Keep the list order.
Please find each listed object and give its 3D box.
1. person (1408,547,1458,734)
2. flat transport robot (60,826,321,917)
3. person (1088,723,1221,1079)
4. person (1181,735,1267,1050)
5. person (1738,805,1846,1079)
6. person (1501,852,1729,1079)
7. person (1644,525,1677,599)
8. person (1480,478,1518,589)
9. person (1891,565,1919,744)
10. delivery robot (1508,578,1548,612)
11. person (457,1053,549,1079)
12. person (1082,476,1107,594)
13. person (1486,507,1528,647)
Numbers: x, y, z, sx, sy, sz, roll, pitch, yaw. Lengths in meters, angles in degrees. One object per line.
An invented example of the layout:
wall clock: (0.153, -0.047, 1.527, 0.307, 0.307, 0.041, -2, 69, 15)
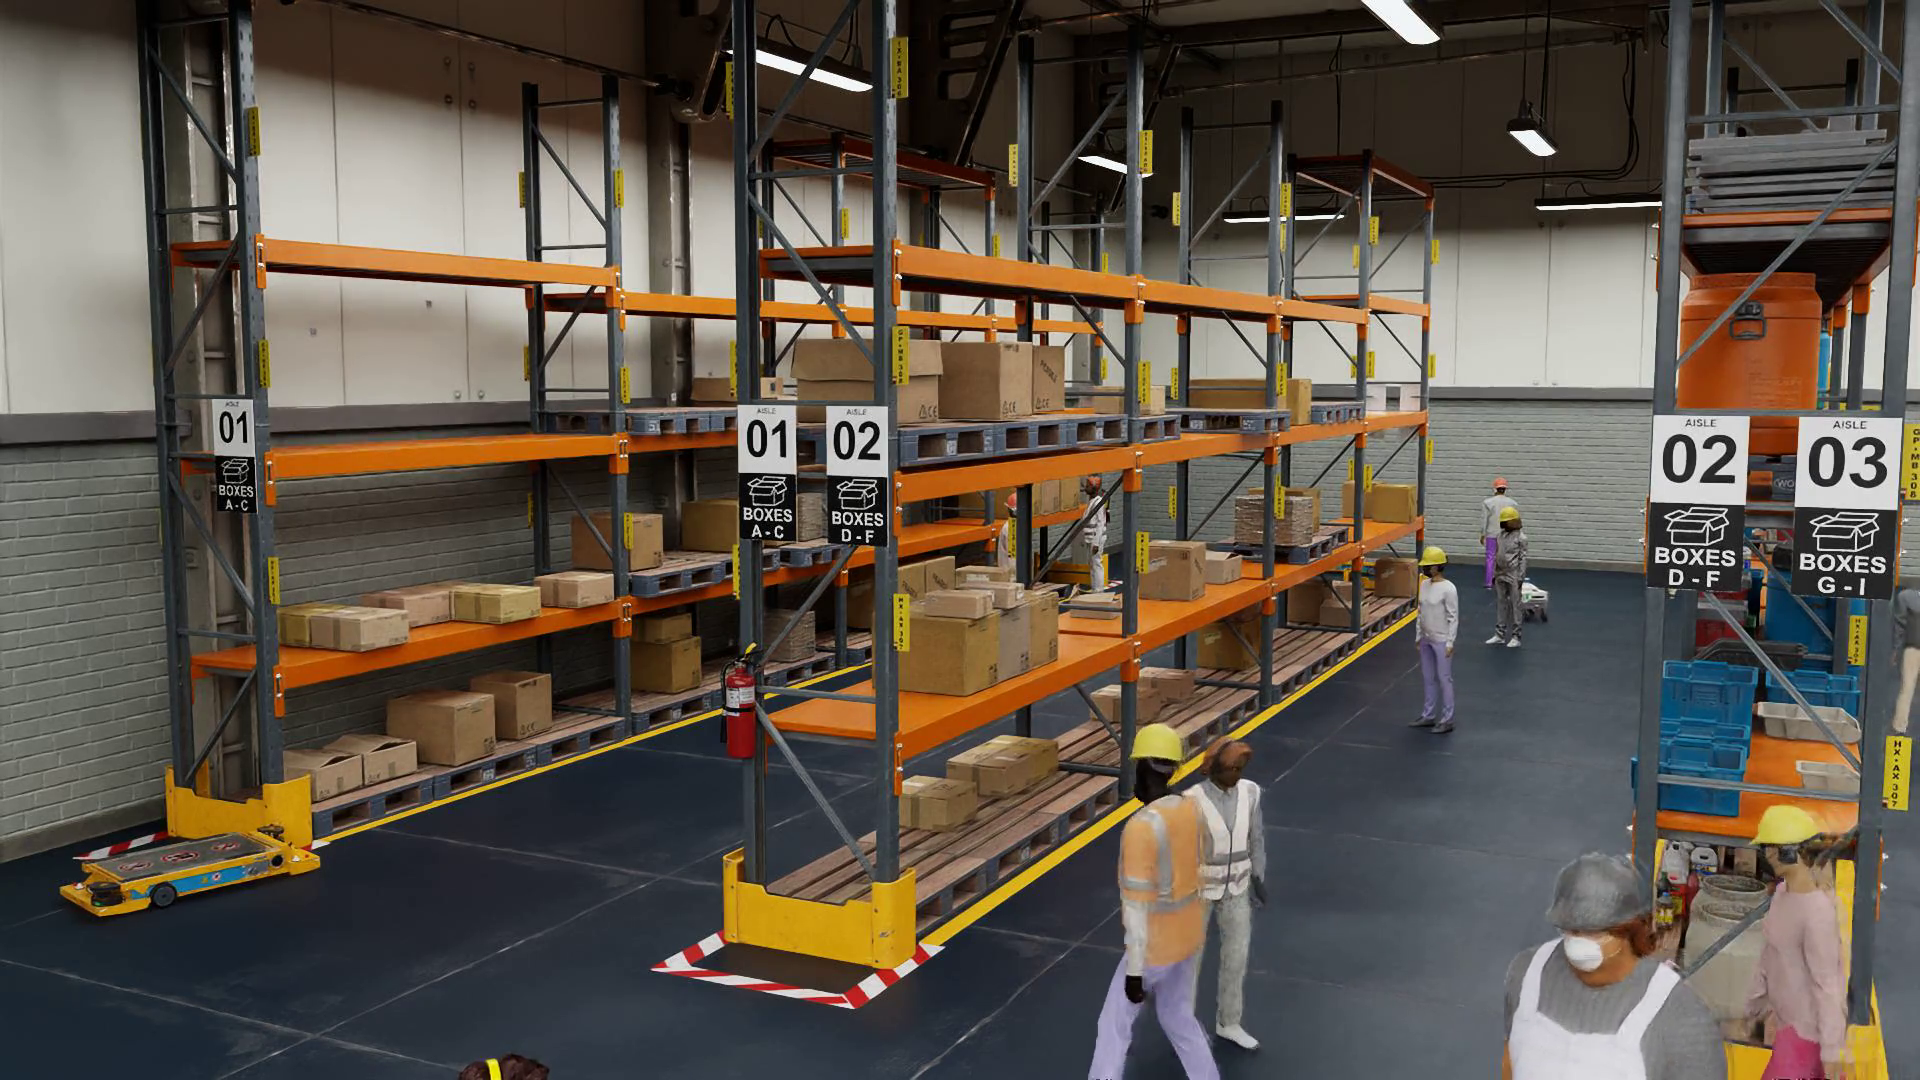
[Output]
person: (4.467, 0.939, 15.687, 0.328, 1.765, 0.532, -2, 6, -21)
flat transport robot: (-5.058, 2.163, 10.971, 0.652, 0.197, 1.431, 5, 8, 42)
person: (0.824, 1.747, 7.348, 0.689, 1.878, 0.618, 4, 7, 33)
person: (1.276, 1.766, 8.317, 0.567, 1.625, 0.371, -3, 6, -24)
person: (3.280, 1.905, 6.561, 0.937, 1.702, 0.539, 2, 6, 15)
person: (1.849, 1.905, 4.960, 0.984, 2.000, 0.702, -6, 8, -44)
person: (10.504, 0.008, 24.840, 0.560, 1.742, 0.339, 1, 6, 8)
person: (8.374, -0.098, 25.887, 0.568, 1.746, 0.342, 0, 6, -4)
person: (8.755, 1.030, 15.064, 0.578, 1.713, 0.712, 1, 6, 14)
delivery robot: (7.733, 0.763, 22.767, 0.477, 0.478, 0.707, -1, 6, -10)
person: (-1.044, 2.103, 3.860, 0.328, 1.872, 0.508, -3, 7, -29)
person: (1.938, 0.019, 24.069, 0.355, 1.883, 0.573, -1, 6, -6)
person: (6.768, 0.454, 20.552, 0.310, 1.735, 0.484, -4, 7, -31)
